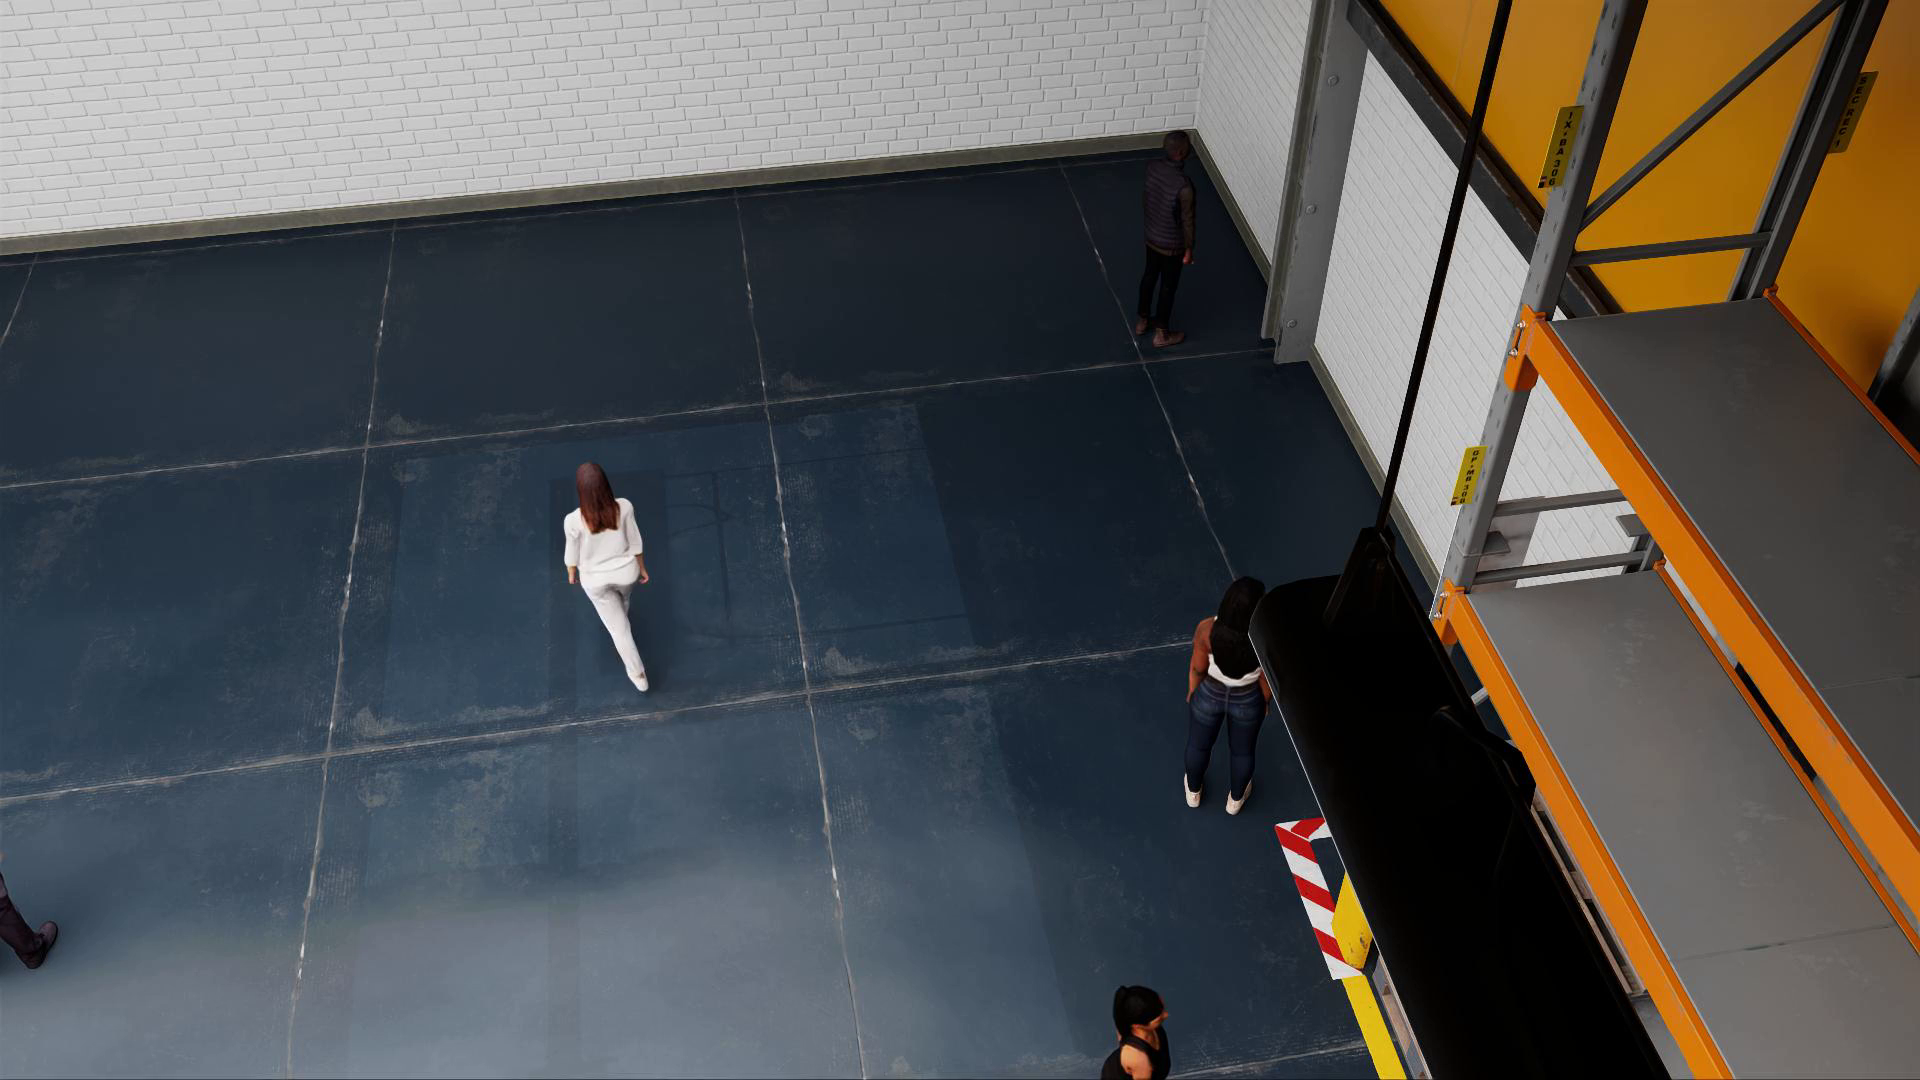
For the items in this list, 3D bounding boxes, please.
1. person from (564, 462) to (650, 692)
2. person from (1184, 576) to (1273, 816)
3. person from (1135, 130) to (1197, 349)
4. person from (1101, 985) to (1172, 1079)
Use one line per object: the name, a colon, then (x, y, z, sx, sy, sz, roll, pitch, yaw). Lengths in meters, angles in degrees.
person: (-2.138, 0.256, 10.274, 0.865, 1.646, 1.142, -22, 48, -21)
person: (1.533, 0.898, 9.482, 0.738, 1.808, 0.744, 11, 45, 11)
person: (1.589, -2.337, 12.859, 0.837, 1.835, 0.669, -25, 49, -24)
person: (0.803, 2.581, 7.823, 0.655, 1.660, 0.476, -2, 44, -3)
